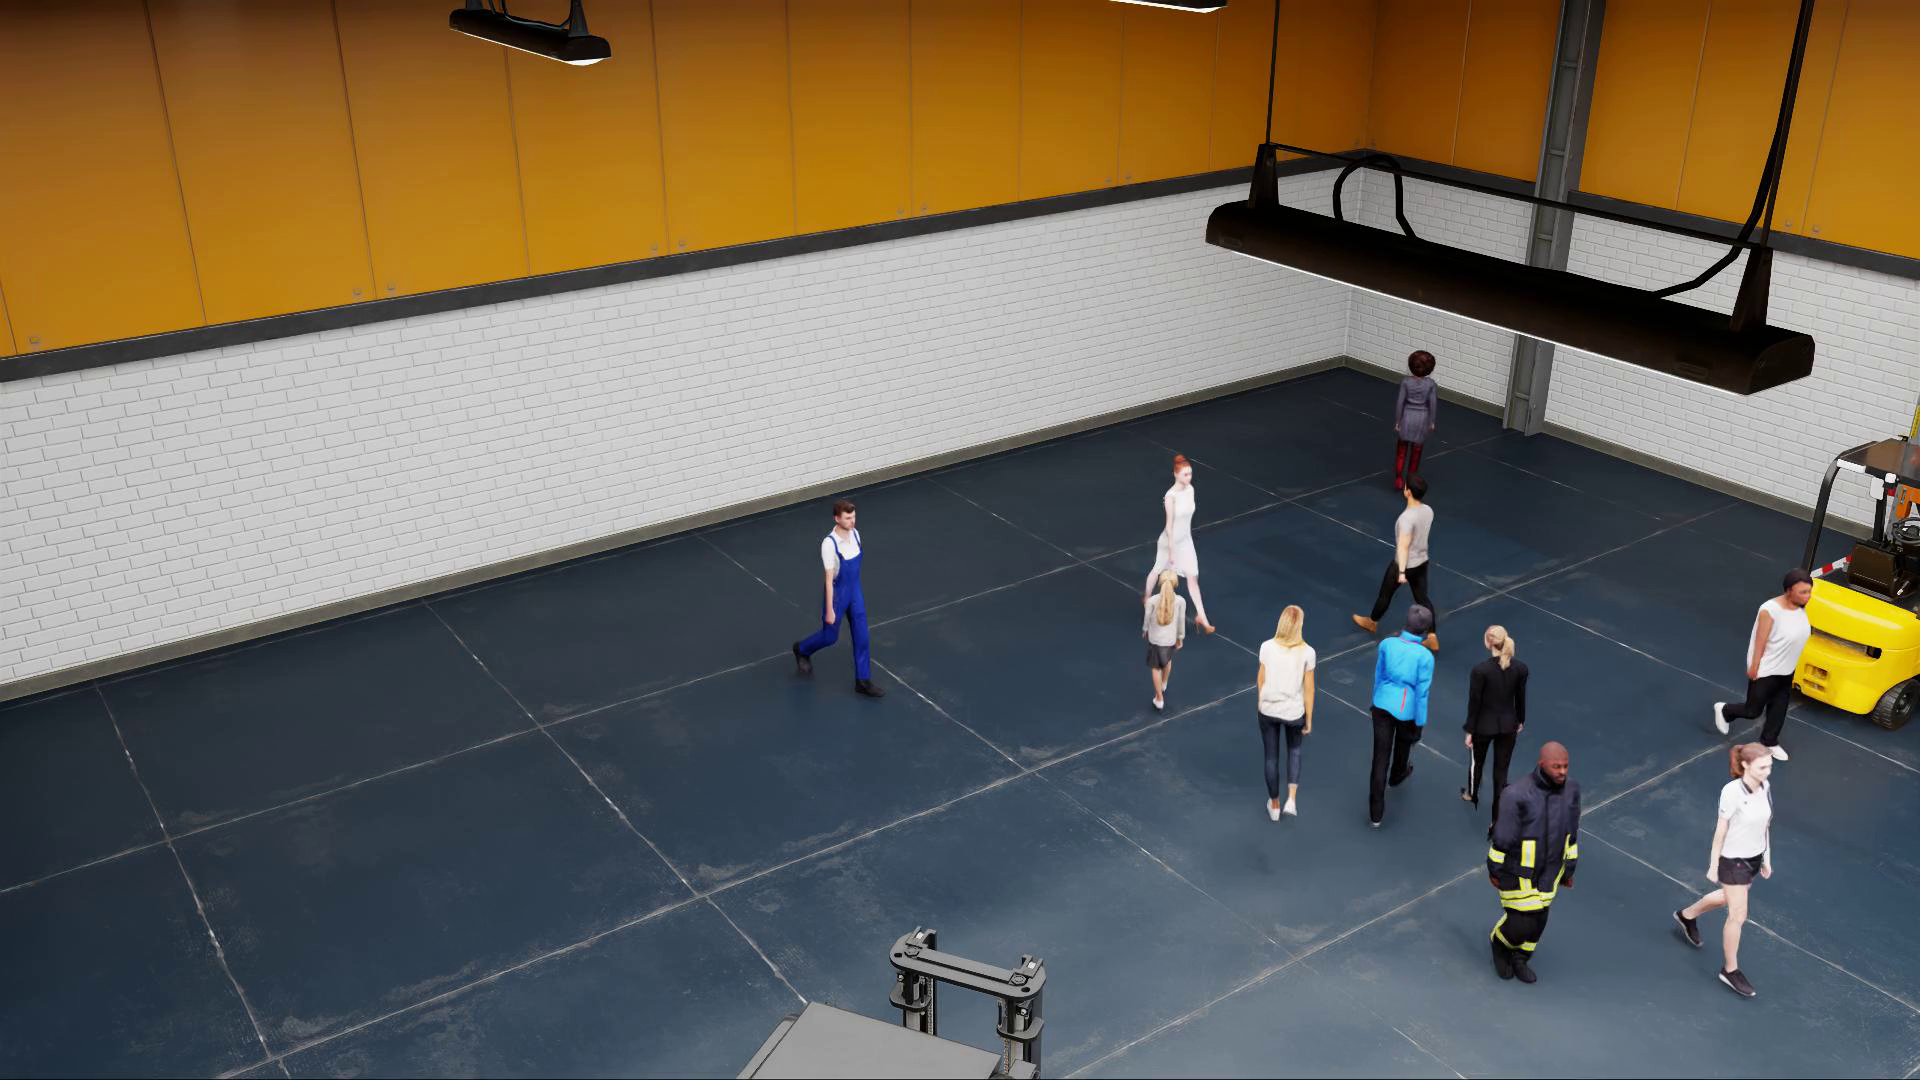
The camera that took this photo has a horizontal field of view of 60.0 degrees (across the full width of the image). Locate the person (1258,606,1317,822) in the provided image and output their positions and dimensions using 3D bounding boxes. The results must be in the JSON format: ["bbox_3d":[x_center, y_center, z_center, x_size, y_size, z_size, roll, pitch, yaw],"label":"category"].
[{"bbox_3d":[2.445,1.372,12.637,0.778,1.795,0.839,5,24,11],"label":"person"}]

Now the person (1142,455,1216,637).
[{"bbox_3d":[1.962,0.038,15.751,0.695,1.745,1.132,-20,31,-38],"label":"person"}]

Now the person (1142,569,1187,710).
[{"bbox_3d":[1.765,0.865,14.469,0.721,1.256,0.866,-2,24,-5],"label":"person"}]

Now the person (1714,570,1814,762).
[{"bbox_3d":[6.658,0.985,13.679,0.699,1.670,0.884,-13,27,-27],"label":"person"}]

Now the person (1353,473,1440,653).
[{"bbox_3d":[4.222,0.253,15.352,0.613,1.670,1.140,-17,29,-33],"label":"person"}]

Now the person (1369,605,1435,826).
[{"bbox_3d":[3.306,1.372,12.704,1.138,1.742,1.001,13,27,28],"label":"person"}]

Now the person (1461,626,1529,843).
[{"bbox_3d":[4.018,1.499,12.510,0.971,1.664,1.067,1,24,3],"label":"person"}]

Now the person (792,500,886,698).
[{"bbox_3d":[-1.100,0.487,14.624,1.283,1.825,0.907,17,29,33],"label":"person"}]

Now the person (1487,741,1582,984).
[{"bbox_3d":[3.725,2.075,11.010,0.858,1.810,0.875,-6,24,-14],"label":"person"}]

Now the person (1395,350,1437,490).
[{"bbox_3d":[5.139,-1.281,18.825,0.686,1.699,0.764,8,25,18],"label":"person"}]

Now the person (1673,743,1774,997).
[{"bbox_3d":[5.133,2.093,11.073,0.613,1.727,1.003,-13,27,-27],"label":"person"}]
